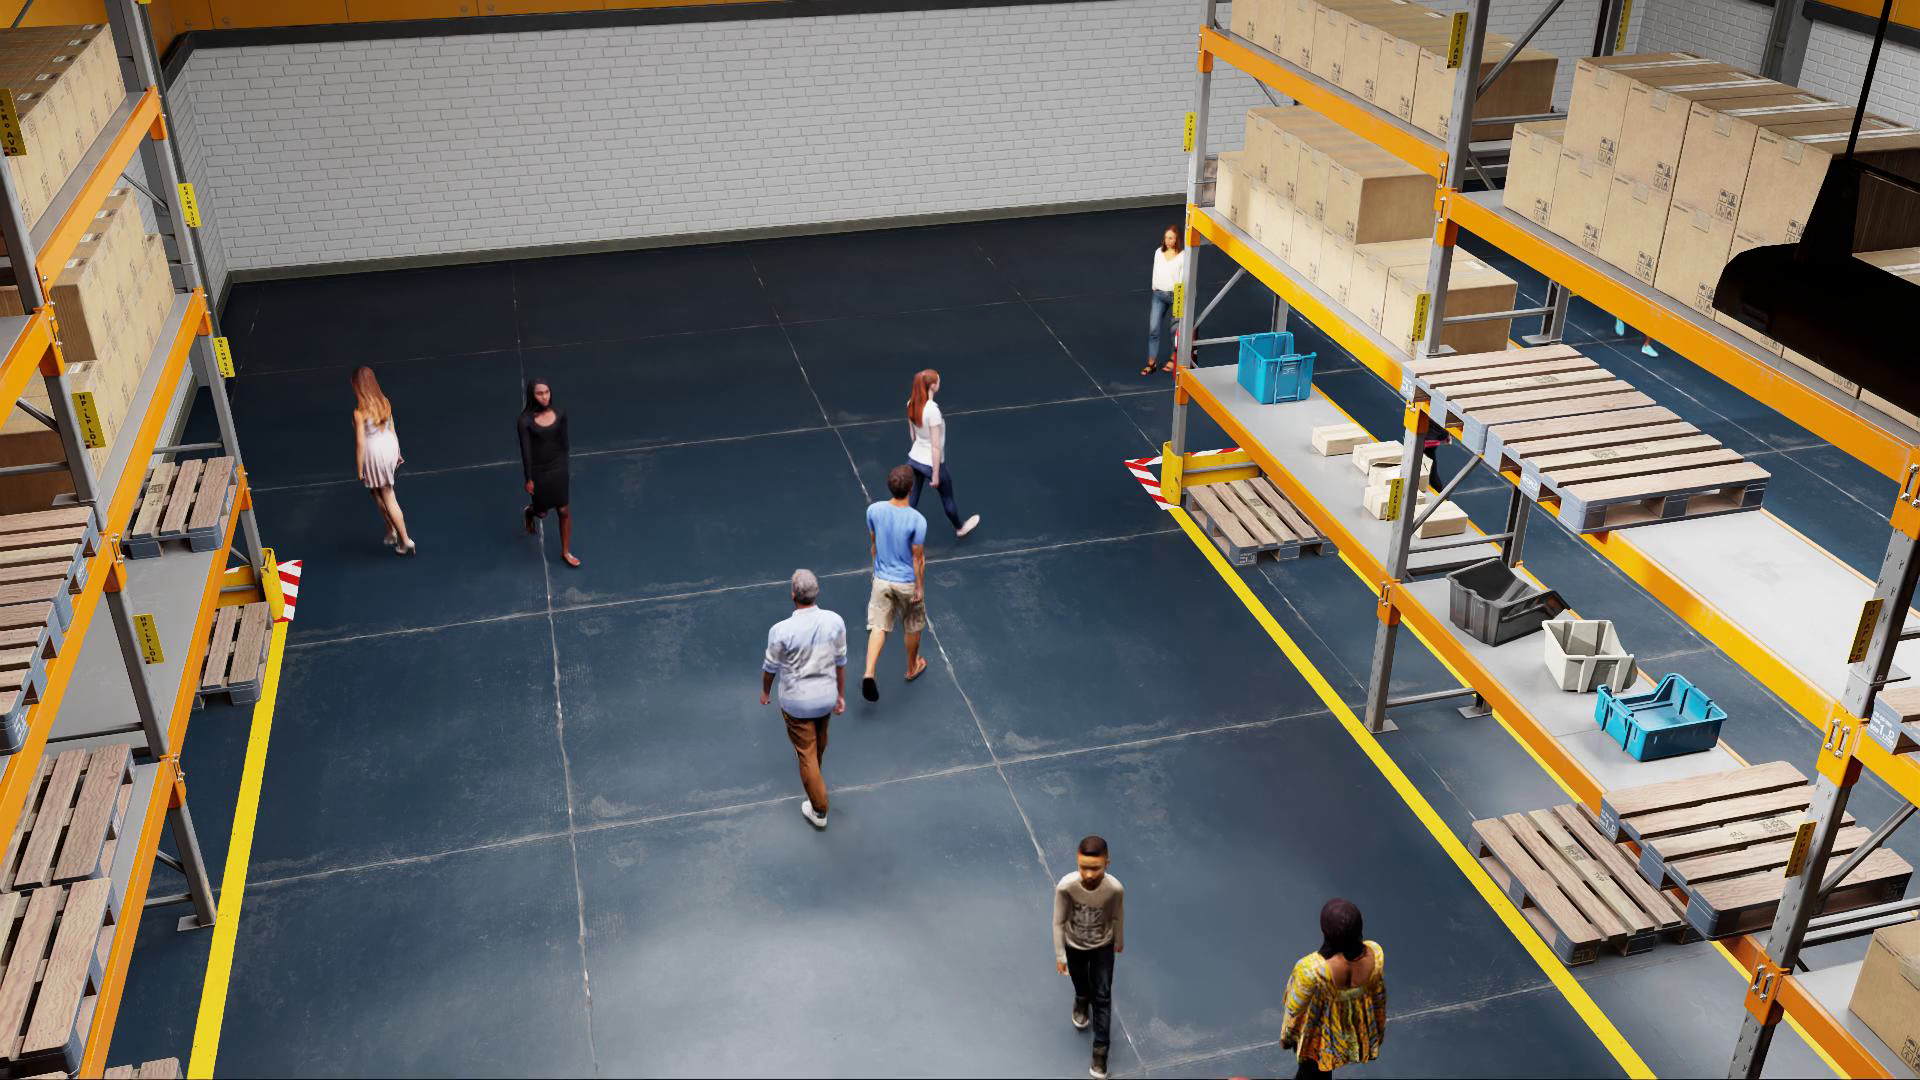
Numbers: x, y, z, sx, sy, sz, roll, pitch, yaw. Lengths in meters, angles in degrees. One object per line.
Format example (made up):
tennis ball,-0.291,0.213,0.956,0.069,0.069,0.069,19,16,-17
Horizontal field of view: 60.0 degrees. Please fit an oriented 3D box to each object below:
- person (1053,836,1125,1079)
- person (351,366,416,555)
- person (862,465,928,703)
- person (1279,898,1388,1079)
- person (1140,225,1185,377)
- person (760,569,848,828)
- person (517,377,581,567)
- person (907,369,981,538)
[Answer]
person,0.718,2.208,9.362,0.785,1.435,1.038,3,29,6
person,-4.873,-0.627,14.235,0.806,1.746,0.751,12,31,21
person,-0.507,0.337,12.366,1.022,1.844,1.167,11,30,19
person,1.910,2.574,8.499,0.810,1.620,1.064,-12,31,-22
person,2.316,-2.618,17.968,0.882,1.666,0.928,20,35,32
person,-0.970,1.089,11.044,0.846,1.789,1.109,-15,32,-25
person,-3.577,-0.598,14.231,0.834,1.700,1.016,-21,35,-34
person,-0.369,-0.589,14.223,1.029,1.691,1.123,-26,38,-38
